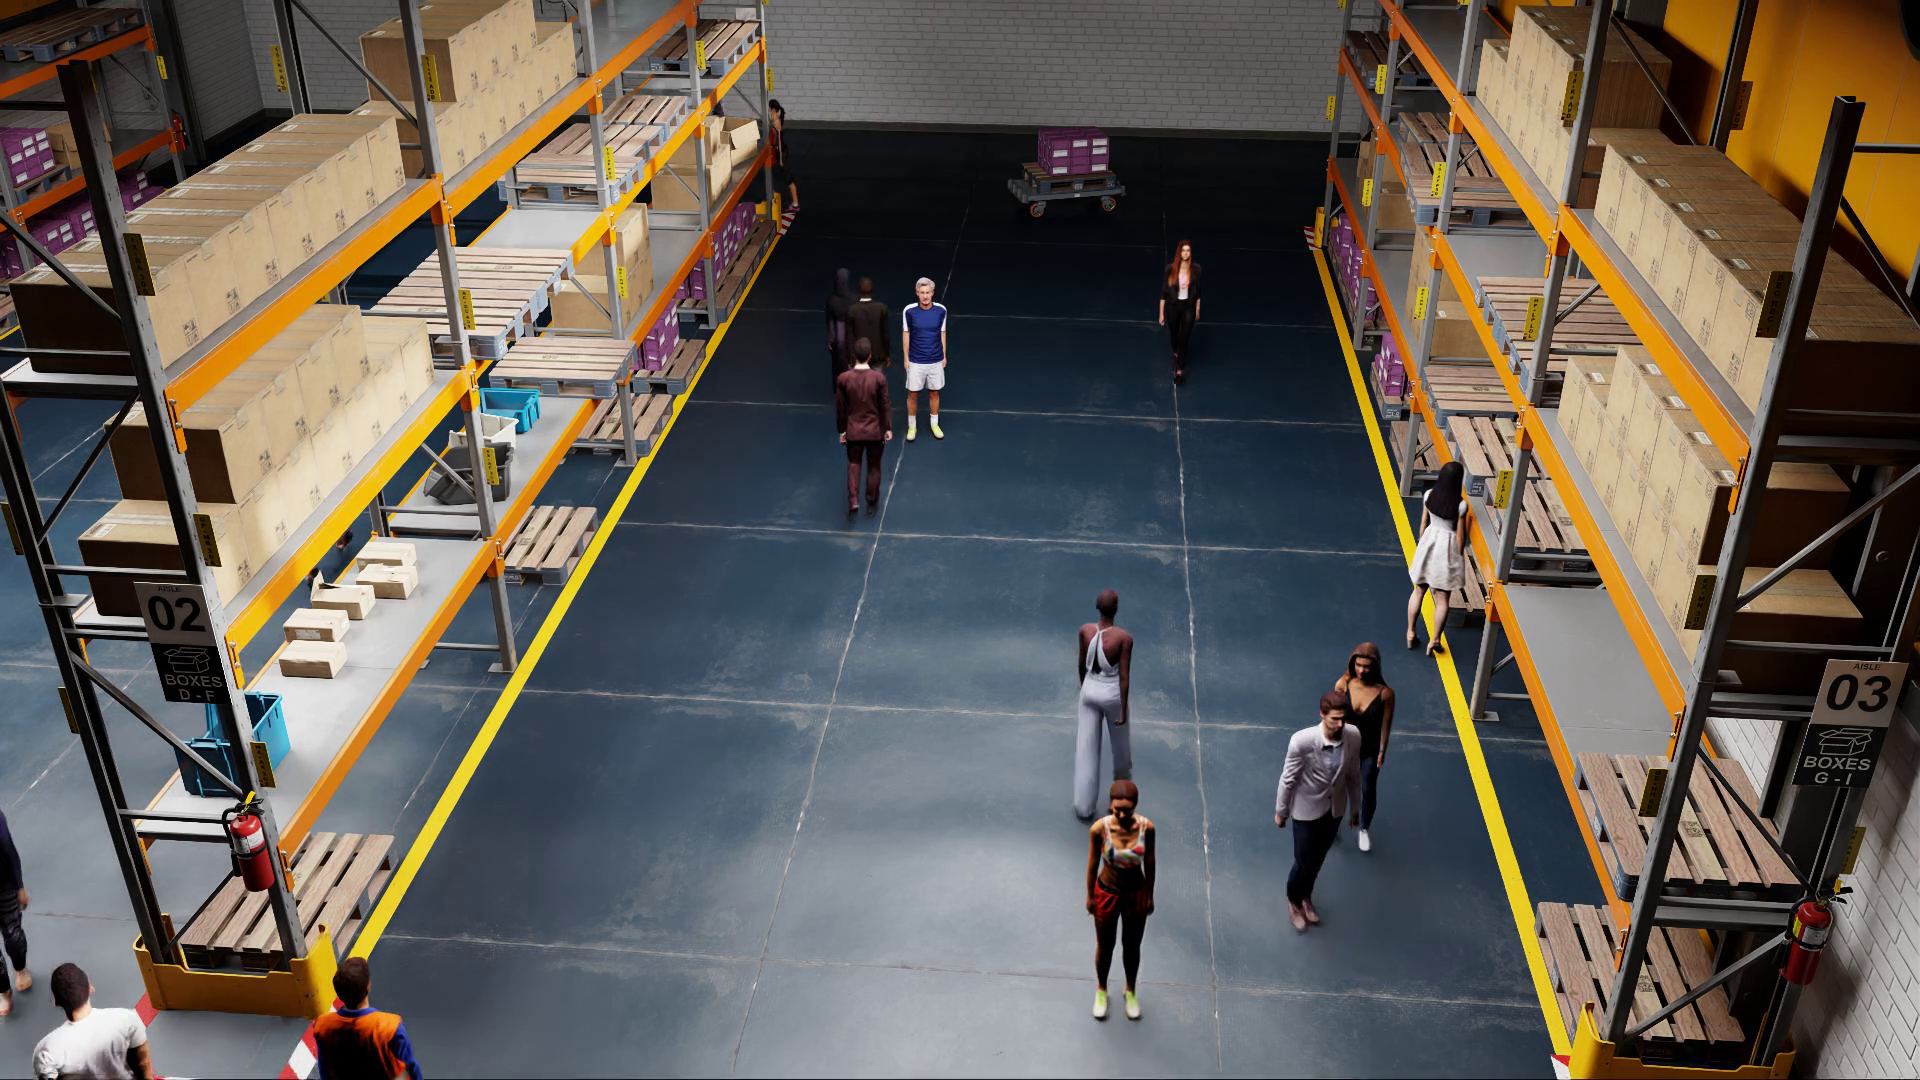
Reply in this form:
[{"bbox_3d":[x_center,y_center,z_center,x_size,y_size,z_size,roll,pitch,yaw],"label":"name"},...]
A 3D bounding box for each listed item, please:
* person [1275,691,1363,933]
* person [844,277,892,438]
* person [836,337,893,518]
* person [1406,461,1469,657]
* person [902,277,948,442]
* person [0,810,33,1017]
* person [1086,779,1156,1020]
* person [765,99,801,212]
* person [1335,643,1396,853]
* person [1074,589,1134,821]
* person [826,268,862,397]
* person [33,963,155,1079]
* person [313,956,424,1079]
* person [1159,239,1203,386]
[{"bbox_3d":[2.354,1.737,11.124,0.796,1.839,0.768,-8,30,-14],"label":"person"},{"bbox_3d":[-0.963,-1.914,17.902,0.948,1.758,1.283,-7,29,-13],"label":"person"},{"bbox_3d":[-0.936,-1.042,16.204,0.679,1.852,0.725,3,29,6],"label":"person"},{"bbox_3d":[4.060,0.147,14.112,0.783,1.769,0.819,22,36,35],"label":"person"},{"bbox_3d":[-0.380,-1.966,17.913,0.696,1.839,0.657,-6,29,-10],"label":"person"},{"bbox_3d":[-6.148,2.137,10.523,0.785,1.714,0.852,-15,32,-26],"label":"person"},{"bbox_3d":[0.997,2.206,10.319,0.598,1.786,0.564,0,29,-1],"label":"person"},{"bbox_3d":[-2.633,-5.754,24.997,0.699,1.705,0.789,6,29,11],"label":"person"},{"bbox_3d":[2.824,1.442,11.790,0.643,1.719,0.640,12,31,21],"label":"person"},{"bbox_3d":[1.011,1.253,12.124,0.827,1.732,1.110,14,32,24],"label":"person"},{"bbox_3d":[-1.274,-2.242,18.680,0.722,1.589,1.072,-3,29,-6],"label":"person"},{"bbox_3d":[-4.466,3.039,8.737,1.099,1.839,1.147,-23,36,-36],"label":"person"},{"bbox_3d":[-3.100,2.973,8.833,0.695,1.863,0.613,2,29,3],"label":"person"},{"bbox_3d":[2.576,-2.704,19.448,0.665,1.665,1.158,4,29,8],"label":"person"}]
